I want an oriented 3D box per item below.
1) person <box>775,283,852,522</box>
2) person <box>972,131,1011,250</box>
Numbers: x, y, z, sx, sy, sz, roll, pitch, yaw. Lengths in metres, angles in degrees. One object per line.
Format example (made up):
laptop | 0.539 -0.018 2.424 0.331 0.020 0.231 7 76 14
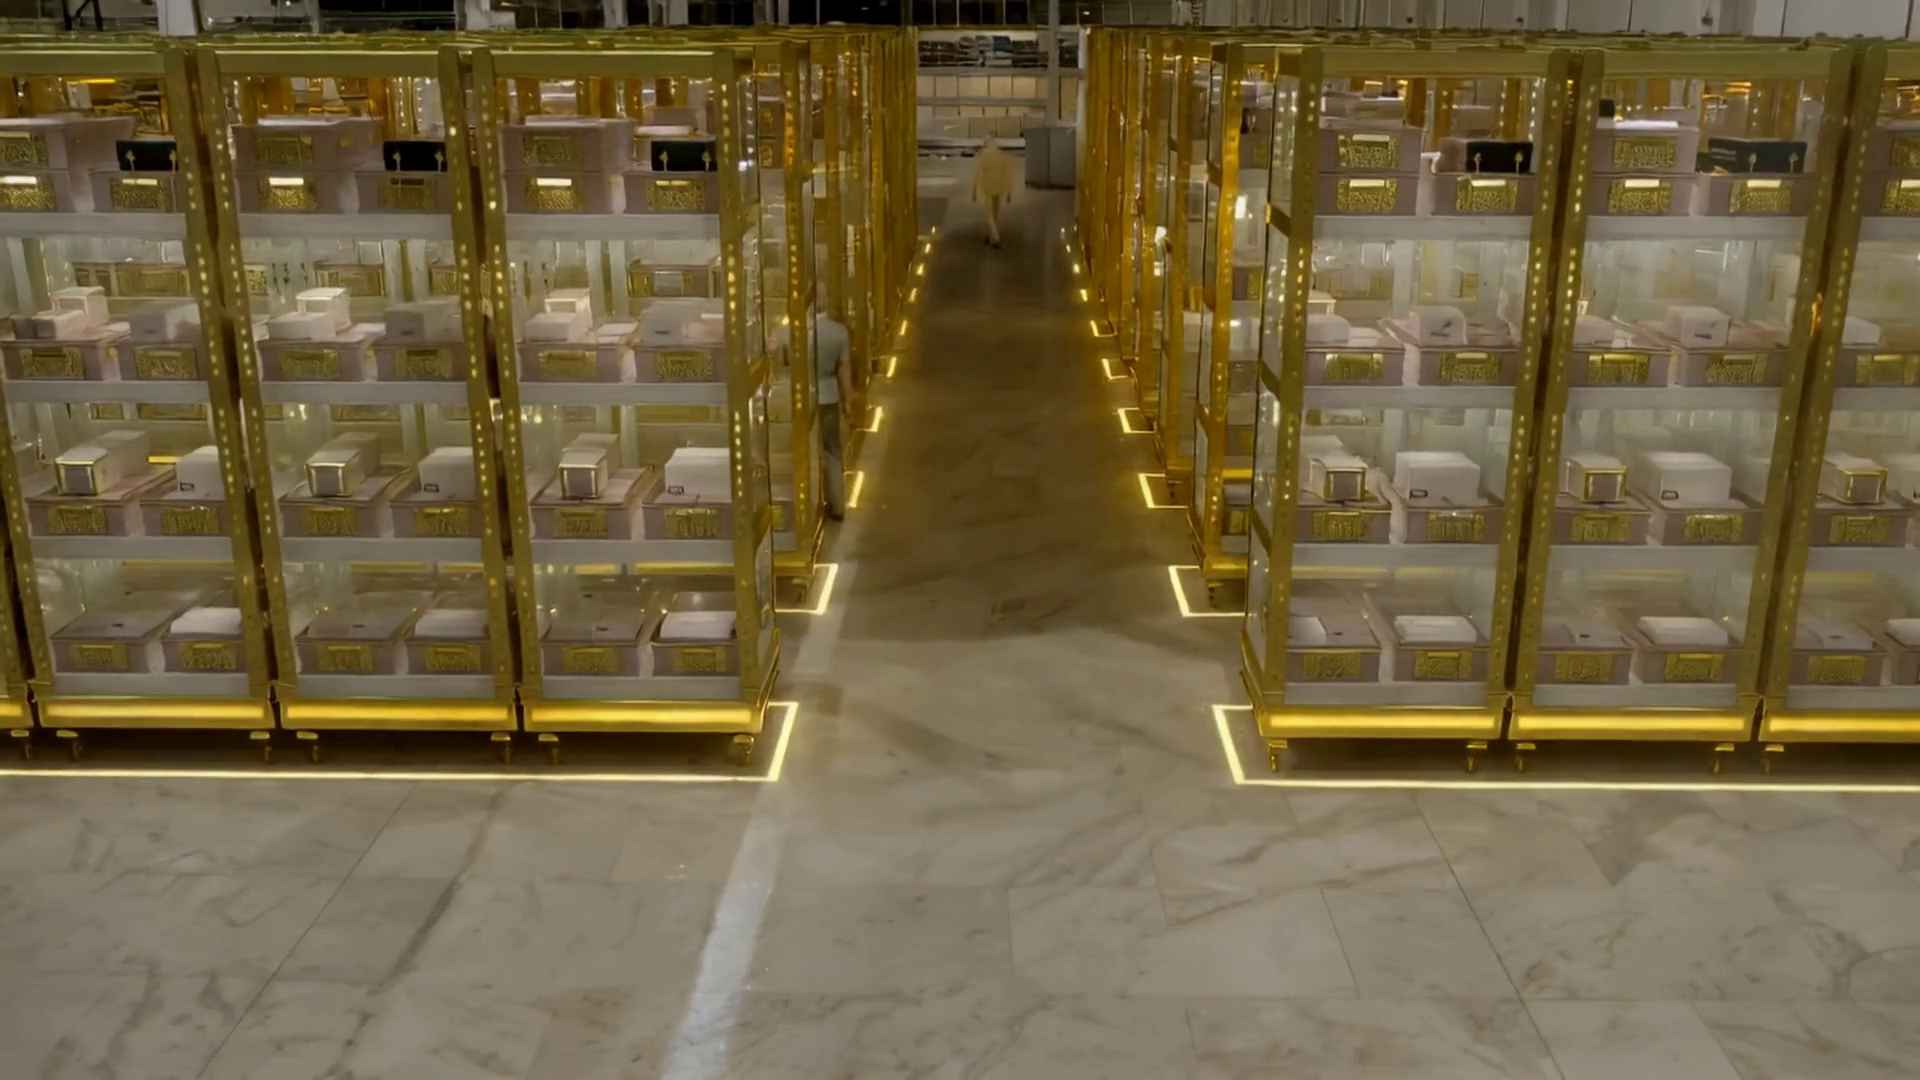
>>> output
person | -1.099 -1.023 12.597 0.571 1.843 0.373 -4 18 -11
person | 0.527 -5.845 27.814 0.633 1.947 1.016 -6 19 -20
